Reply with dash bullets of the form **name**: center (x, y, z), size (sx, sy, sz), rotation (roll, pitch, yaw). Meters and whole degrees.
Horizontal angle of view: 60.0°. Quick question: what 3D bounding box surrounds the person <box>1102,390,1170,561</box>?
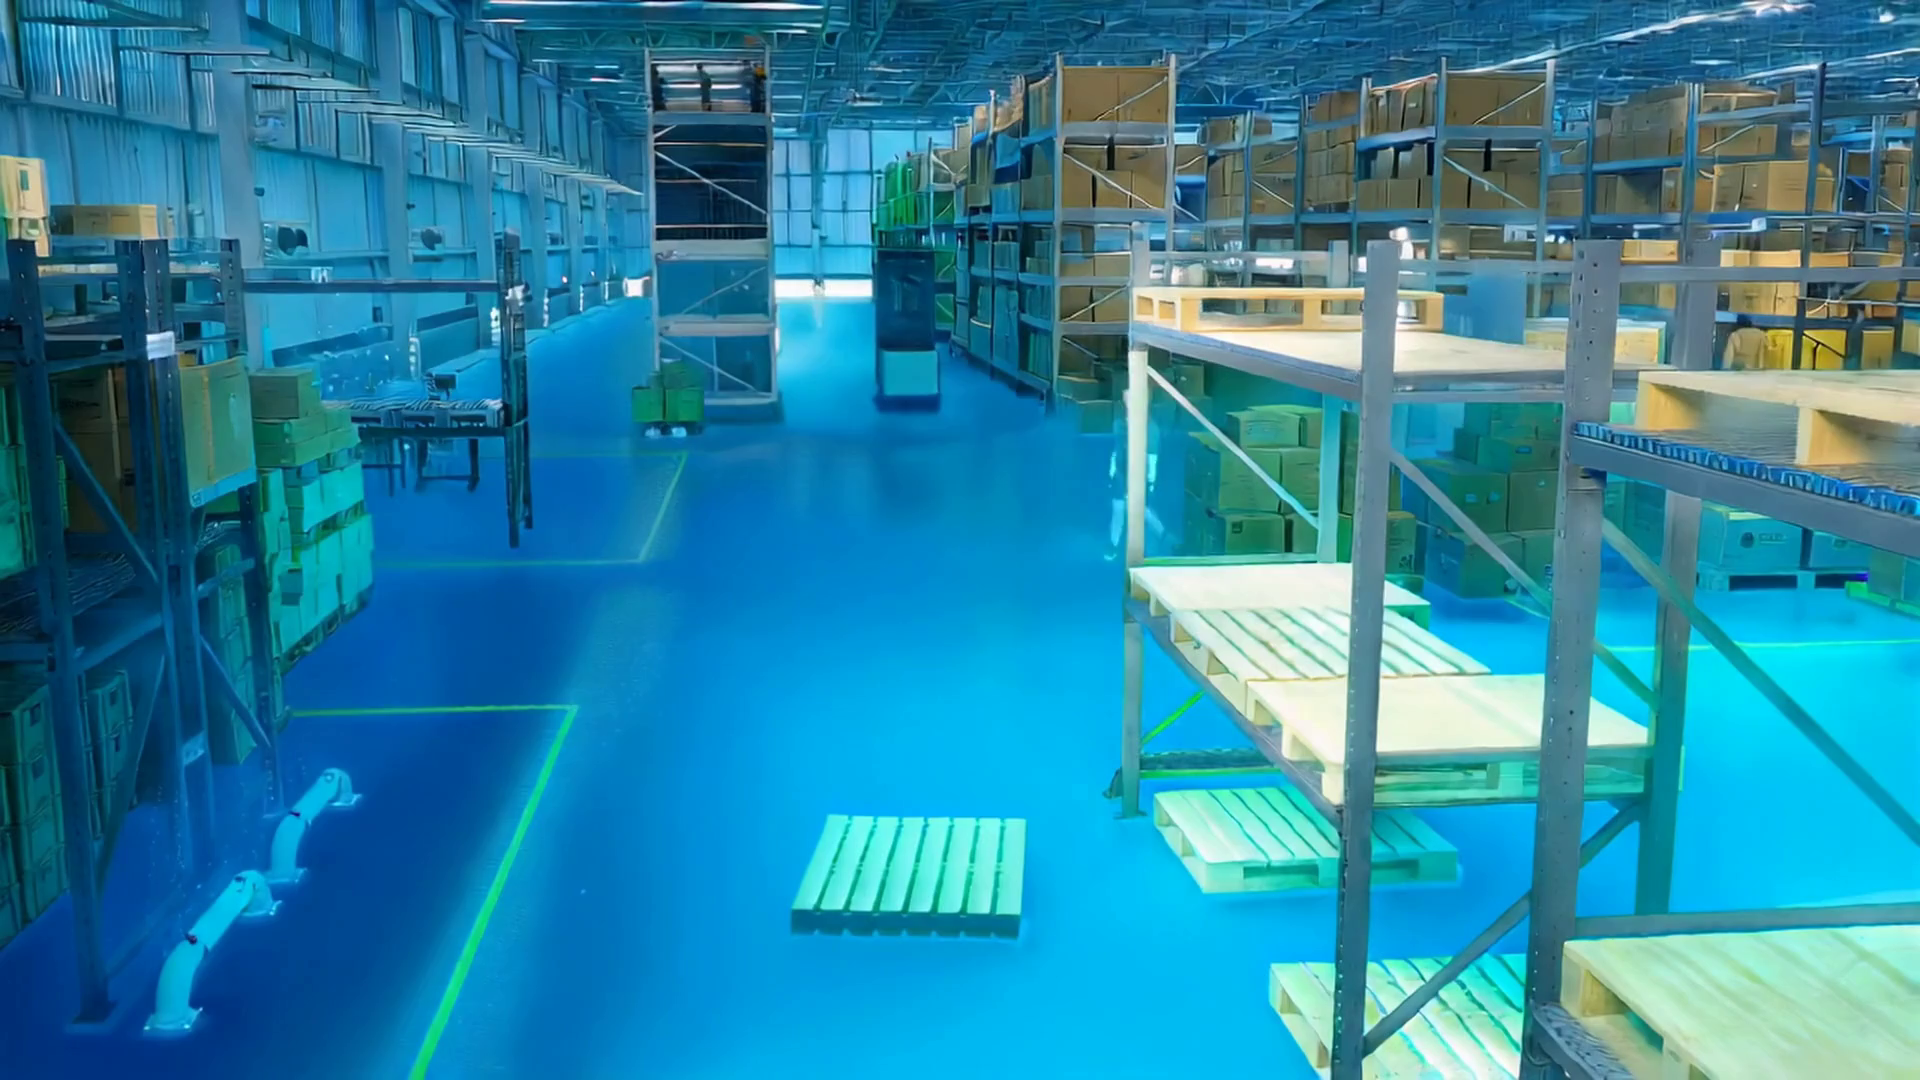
- **person**: center (1.713, -0.638, 15.849), size (0.752, 1.657, 0.568), rotation (-9, 14, -42)

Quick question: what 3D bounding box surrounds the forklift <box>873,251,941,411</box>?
- **forklift**: center (-0.956, -3.785, 29.904), size (1.129, 2.768, 1.873), rotation (-1, 10, -6)

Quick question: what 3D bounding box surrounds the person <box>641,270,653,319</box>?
- **person**: center (-12.079, -9.523, 64.445), size (0.400, 1.893, 0.658), rotation (8, 13, 38)

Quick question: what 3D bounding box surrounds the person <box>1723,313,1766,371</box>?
- **person**: center (12.990, -2.844, 27.610), size (0.648, 1.823, 0.451), rotation (0, 10, 2)

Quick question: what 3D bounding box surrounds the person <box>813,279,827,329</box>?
- **person**: center (-4.808, -8.076, 56.966), size (0.498, 1.684, 0.925), rotation (-4, 11, -20)

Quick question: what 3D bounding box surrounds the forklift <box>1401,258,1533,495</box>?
- **forklift**: center (6.125, -1.819, 19.015), size (1.873, 2.768, 1.129), rotation (-1, 10, -6)

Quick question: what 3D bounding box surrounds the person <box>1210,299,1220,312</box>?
- **person**: center (9.186, -8.747, 60.370), size (0.584, 1.812, 0.833), rotation (-1, 10, -3)

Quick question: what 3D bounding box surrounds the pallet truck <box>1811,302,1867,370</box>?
- **pallet truck**: center (15.846, -3.142, 28.793), size (1.885, 1.965, 0.823), rotation (2, 10, 12)
